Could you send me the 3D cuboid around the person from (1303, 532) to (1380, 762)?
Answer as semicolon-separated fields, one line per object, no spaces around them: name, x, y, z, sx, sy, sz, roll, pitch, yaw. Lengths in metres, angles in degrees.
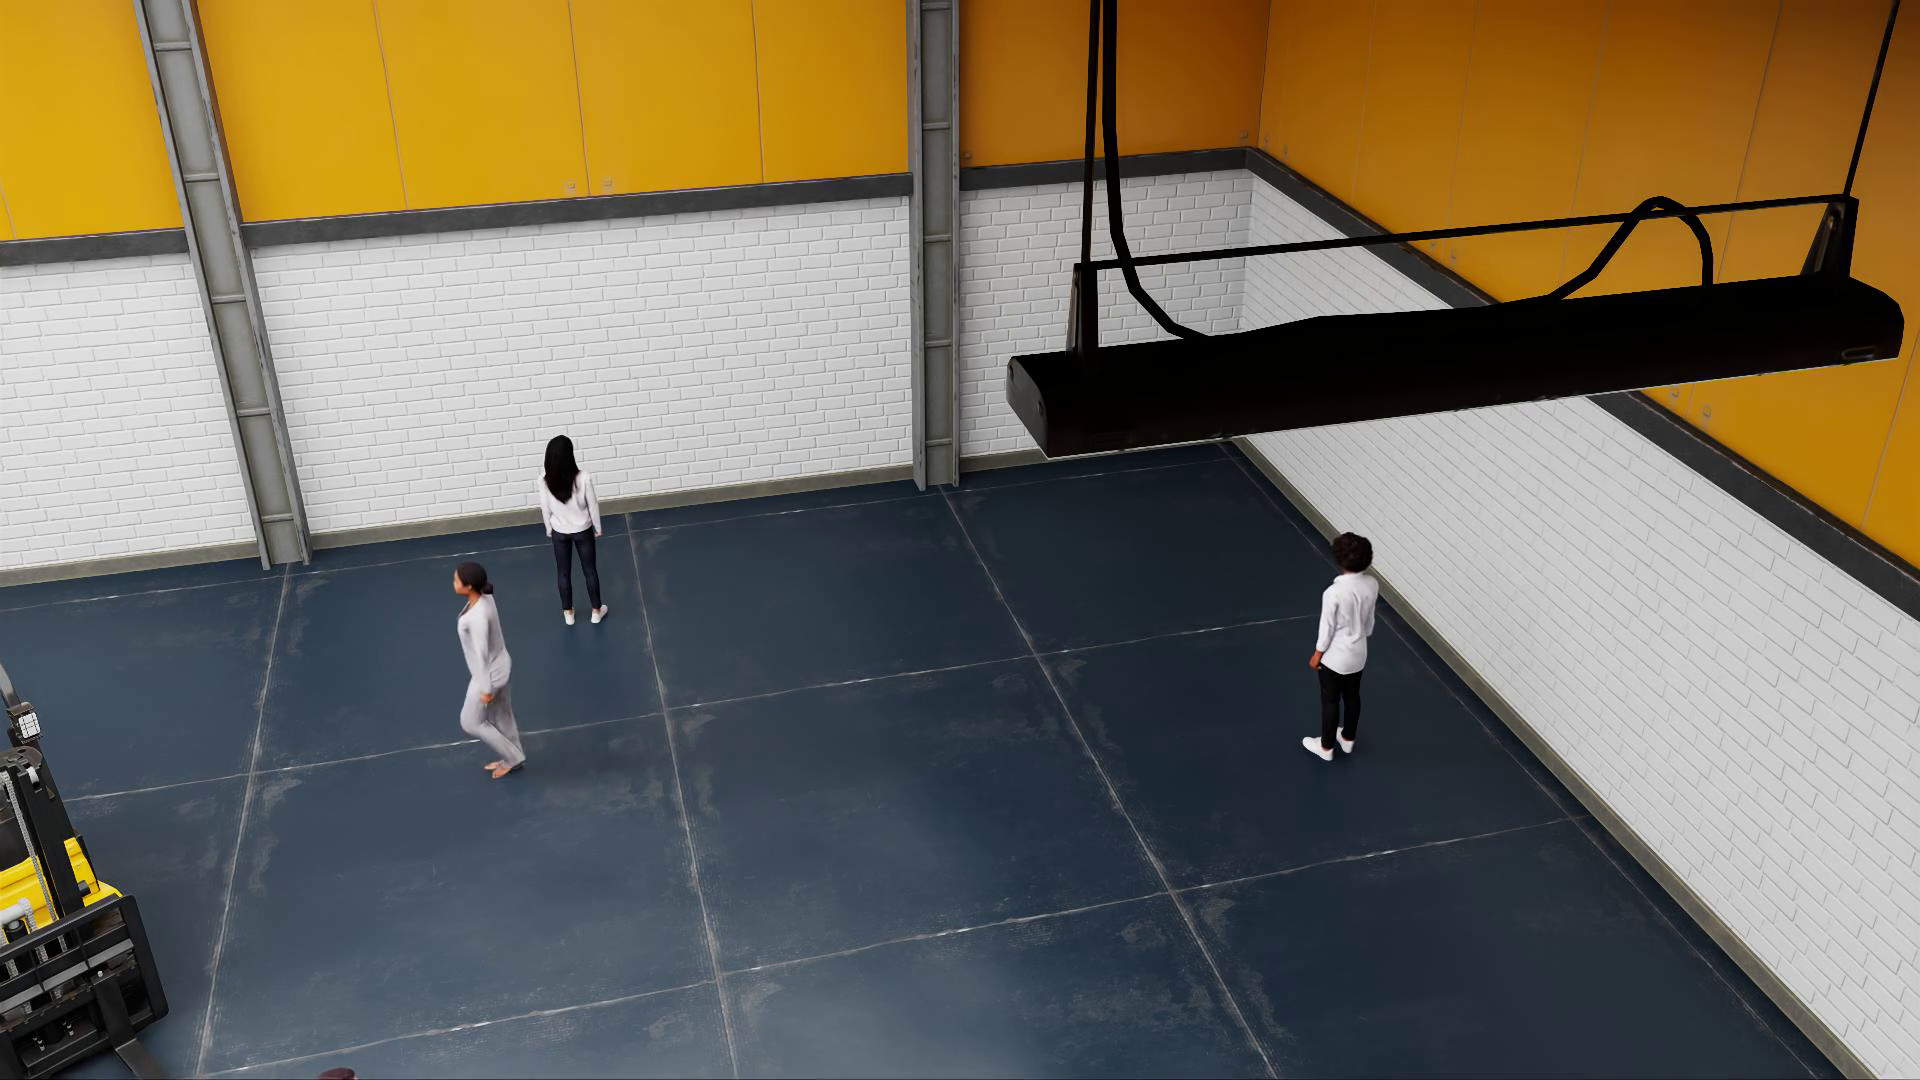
person;2.760;0.770;11.934;0.553;1.809;0.728;-13;31;-22

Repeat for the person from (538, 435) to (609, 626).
person;-3.179;-0.084;13.613;0.560;1.700;0.718;-2;29;-3

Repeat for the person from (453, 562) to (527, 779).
person;-3.242;0.926;11.737;0.663;1.724;0.689;-4;29;-7
